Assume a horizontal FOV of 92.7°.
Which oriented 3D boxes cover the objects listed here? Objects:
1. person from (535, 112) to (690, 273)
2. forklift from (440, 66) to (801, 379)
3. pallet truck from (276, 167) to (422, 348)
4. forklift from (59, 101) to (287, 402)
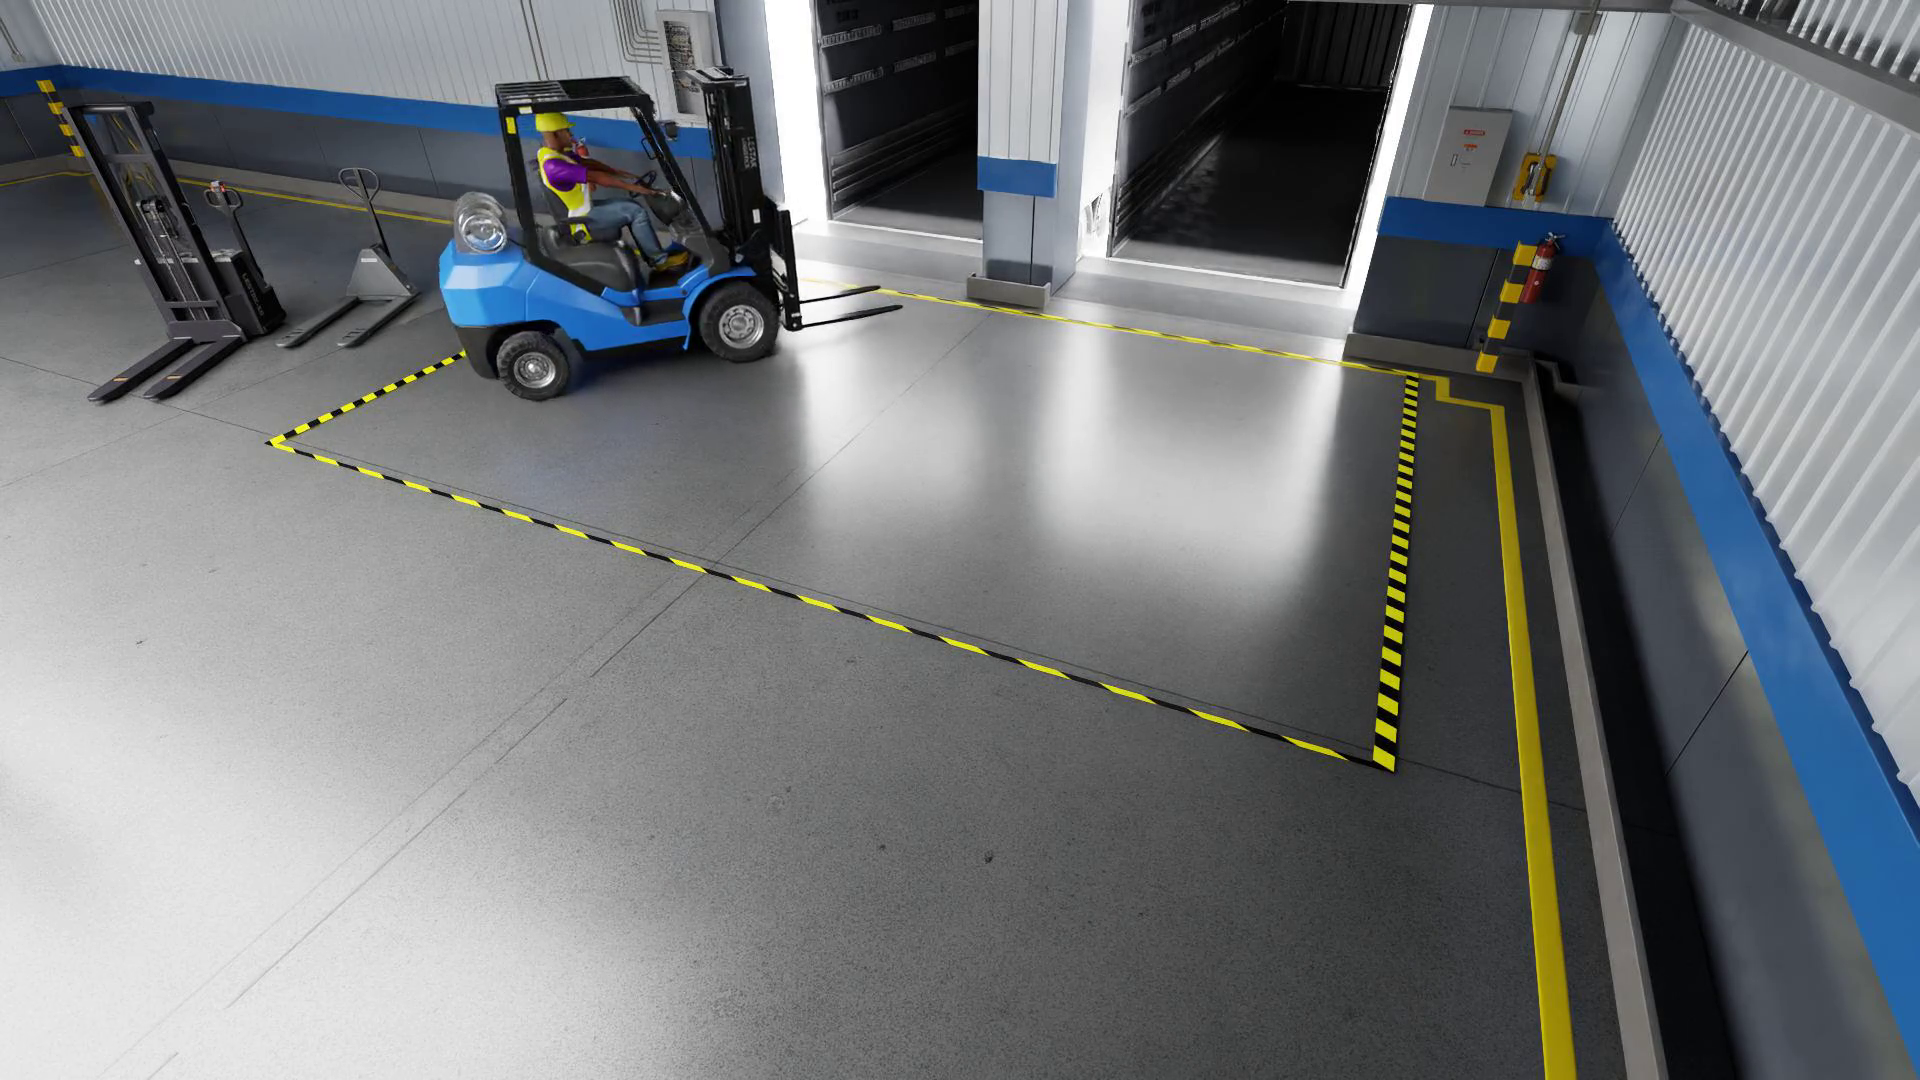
[{"bbox_3d":[-2.776,-2.779,7.358,1.004,1.294,0.635,-15,38,-20],"label":"person"},{"bbox_3d":[-2.834,-2.615,7.450,2.680,2.036,1.157,-15,38,-20],"label":"forklift"},{"bbox_3d":[-5.732,-2.611,8.414,0.680,1.201,1.601,-1,35,-1],"label":"pallet truck"},{"bbox_3d":[-6.686,-2.387,7.434,0.823,1.965,1.885,-3,35,-5],"label":"forklift"}]
